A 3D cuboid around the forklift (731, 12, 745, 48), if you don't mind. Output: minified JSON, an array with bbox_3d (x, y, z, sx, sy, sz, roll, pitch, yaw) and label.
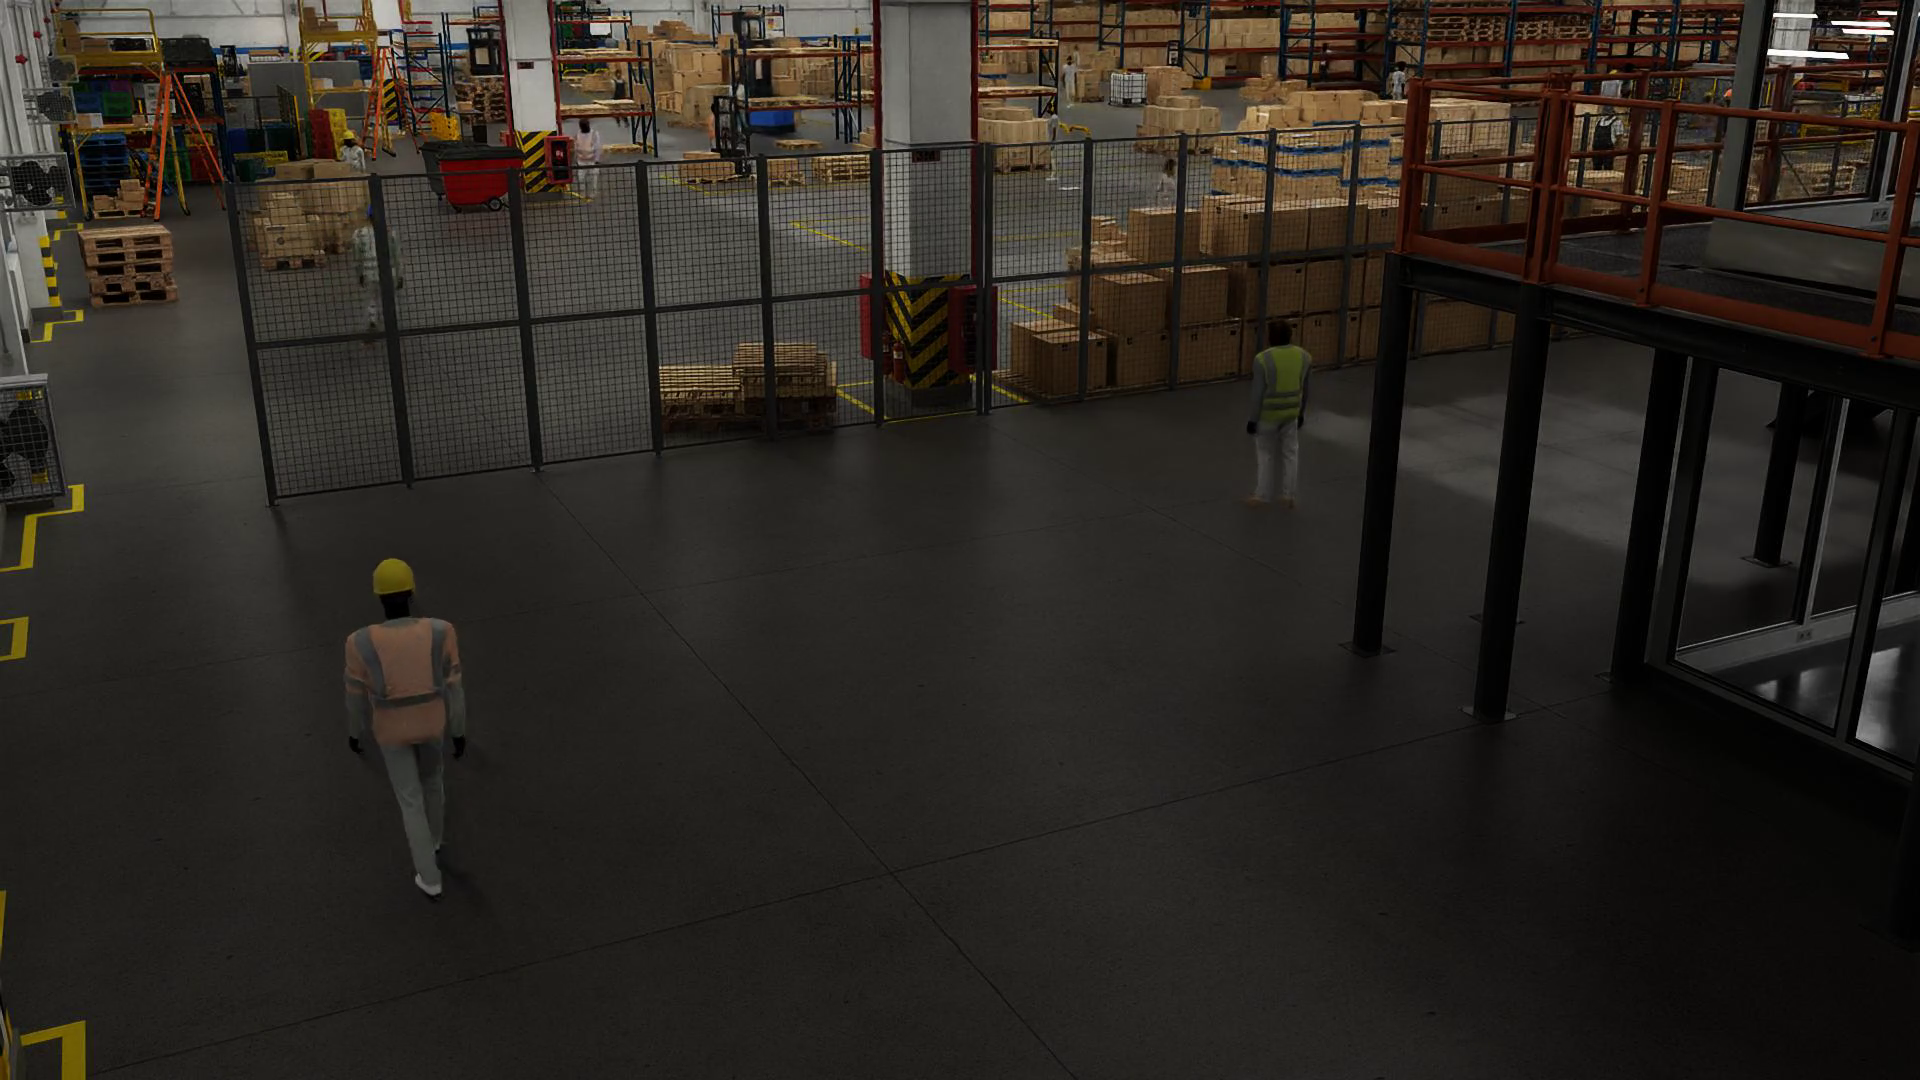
[{"bbox_3d":[-10.805,-24.381,81.346,1.873,2.768,1.129,5,20,14],"label":"forklift"}]

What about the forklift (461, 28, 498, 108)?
[{"bbox_3d":[-17.262,-17.088,60.206,1.129,2.768,1.873,3,19,8],"label":"forklift"}]

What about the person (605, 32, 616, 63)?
[{"bbox_3d":[-16.681,-23.238,79.453,0.357,1.938,0.638,16,25,39],"label":"person"}]

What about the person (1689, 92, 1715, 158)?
[{"bbox_3d":[20.105,-11.200,44.901,0.544,1.710,0.937,-2,19,-7],"label":"person"}]

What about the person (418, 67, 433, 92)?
[{"bbox_3d":[-18.884,-16.081,58.725,0.542,1.929,0.369,1,19,2],"label":"person"}]

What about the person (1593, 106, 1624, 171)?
[{"bbox_3d":[14.567,-8.857,37.614,0.536,2.000,0.683,-11,22,-30],"label":"person"}]

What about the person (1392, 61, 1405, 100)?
[{"bbox_3d":[14.575,-14.896,55.230,0.367,1.966,0.604,-7,20,-20],"label":"person"}]

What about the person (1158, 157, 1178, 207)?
[{"bbox_3d":[3.440,-5.500,28.103,0.960,1.911,0.631,5,20,14],"label":"person"}]

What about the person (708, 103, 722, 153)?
[{"bbox_3d":[-6.153,-10.122,41.816,0.322,1.690,0.533,-9,21,-25],"label":"person"}]

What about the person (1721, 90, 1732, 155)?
[{"bbox_3d":[19.353,-10.351,42.012,0.384,1.993,0.622,11,22,30],"label":"person"}]

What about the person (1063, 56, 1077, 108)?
[{"bbox_3d":[3.999,-16.628,60.416,0.563,1.852,0.460,-2,19,-4],"label":"person"}]

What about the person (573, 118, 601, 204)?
[{"bbox_3d":[-8.096,-8.218,36.105,0.622,1.819,0.574,1,19,3],"label":"person"}]

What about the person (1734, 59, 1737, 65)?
[{"bbox_3d":[31.675,-18.990,67.630,0.528,1.601,0.773,-7,20,-19],"label":"person"}]

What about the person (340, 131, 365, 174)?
[{"bbox_3d":[-12.454,-7.505,34.143,0.483,1.745,0.304,-1,19,-3],"label":"person"}]

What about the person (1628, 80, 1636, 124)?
[{"bbox_3d":[22.238,-14.510,54.563,0.847,1.652,0.547,-14,23,-35],"label":"person"}]

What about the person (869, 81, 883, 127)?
[{"bbox_3d":[-2.261,-12.095,47.266,0.884,1.863,0.572,-16,25,-39],"label":"person"}]

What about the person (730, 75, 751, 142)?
[{"bbox_3d":[-6.442,-12.678,48.860,0.652,1.926,0.471,7,20,18],"label":"person"}]

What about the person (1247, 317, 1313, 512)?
[{"bbox_3d":[2.980,-1.182,15.669,0.633,1.839,0.429,-7,20,-20],"label":"person"}]

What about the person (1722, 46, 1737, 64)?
[{"bbox_3d":[31.124,-19.107,67.613,0.669,1.855,0.888,-5,20,-14],"label":"person"}]

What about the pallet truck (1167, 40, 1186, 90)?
[{"bbox_3d":[9.045,-19.971,69.895,0.823,1.965,1.885,-3,19,-8],"label":"pallet truck"}]

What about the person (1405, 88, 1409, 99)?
[{"bbox_3d":[11.669,-10.801,43.426,0.537,1.929,0.382,-2,19,-7],"label":"person"}]

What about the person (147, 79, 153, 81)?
[{"bbox_3d":[-24.971,-13.437,51.510,0.517,1.634,0.314,10,22,27],"label":"person"}]

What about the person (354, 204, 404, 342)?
[{"bbox_3d":[-7.851,-3.605,22.542,0.634,1.934,0.561,0,19,-1],"label":"person"}]

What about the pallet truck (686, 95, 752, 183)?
[{"bbox_3d":[-5.836,-9.608,39.856,0.823,1.965,1.885,10,22,27],"label":"pallet truck"}]

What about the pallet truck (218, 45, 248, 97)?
[{"bbox_3d":[-28.879,-18.665,66.111,0.823,1.965,1.885,-3,19,-9],"label":"pallet truck"}]

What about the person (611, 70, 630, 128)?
[{"bbox_3d":[-10.889,-14.128,53.268,0.533,1.790,0.980,-10,22,-27],"label":"person"}]

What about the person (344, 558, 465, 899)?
[{"bbox_3d":[-3.094,0.998,9.261,0.599,1.888,0.890,-11,22,-29],"label":"person"}]

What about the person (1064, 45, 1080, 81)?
[{"bbox_3d":[5.051,-21.136,73.861,0.824,1.599,0.517,4,19,12],"label":"person"}]

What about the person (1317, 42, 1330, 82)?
[{"bbox_3d":[15.338,-20.008,70.131,0.440,1.908,0.613,-8,21,-22],"label":"person"}]

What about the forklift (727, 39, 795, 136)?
[{"bbox_3d":[-6.124,-13.882,50.911,1.873,2.768,1.129,12,22,30],"label":"forklift"}]

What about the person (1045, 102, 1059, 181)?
[{"bbox_3d":[2.220,-9.603,40.064,0.328,1.858,0.502,-2,19,-7],"label":"person"}]

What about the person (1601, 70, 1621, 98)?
[{"bbox_3d":[20.897,-14.187,53.471,0.601,1.784,0.930,8,21,23],"label":"person"}]
